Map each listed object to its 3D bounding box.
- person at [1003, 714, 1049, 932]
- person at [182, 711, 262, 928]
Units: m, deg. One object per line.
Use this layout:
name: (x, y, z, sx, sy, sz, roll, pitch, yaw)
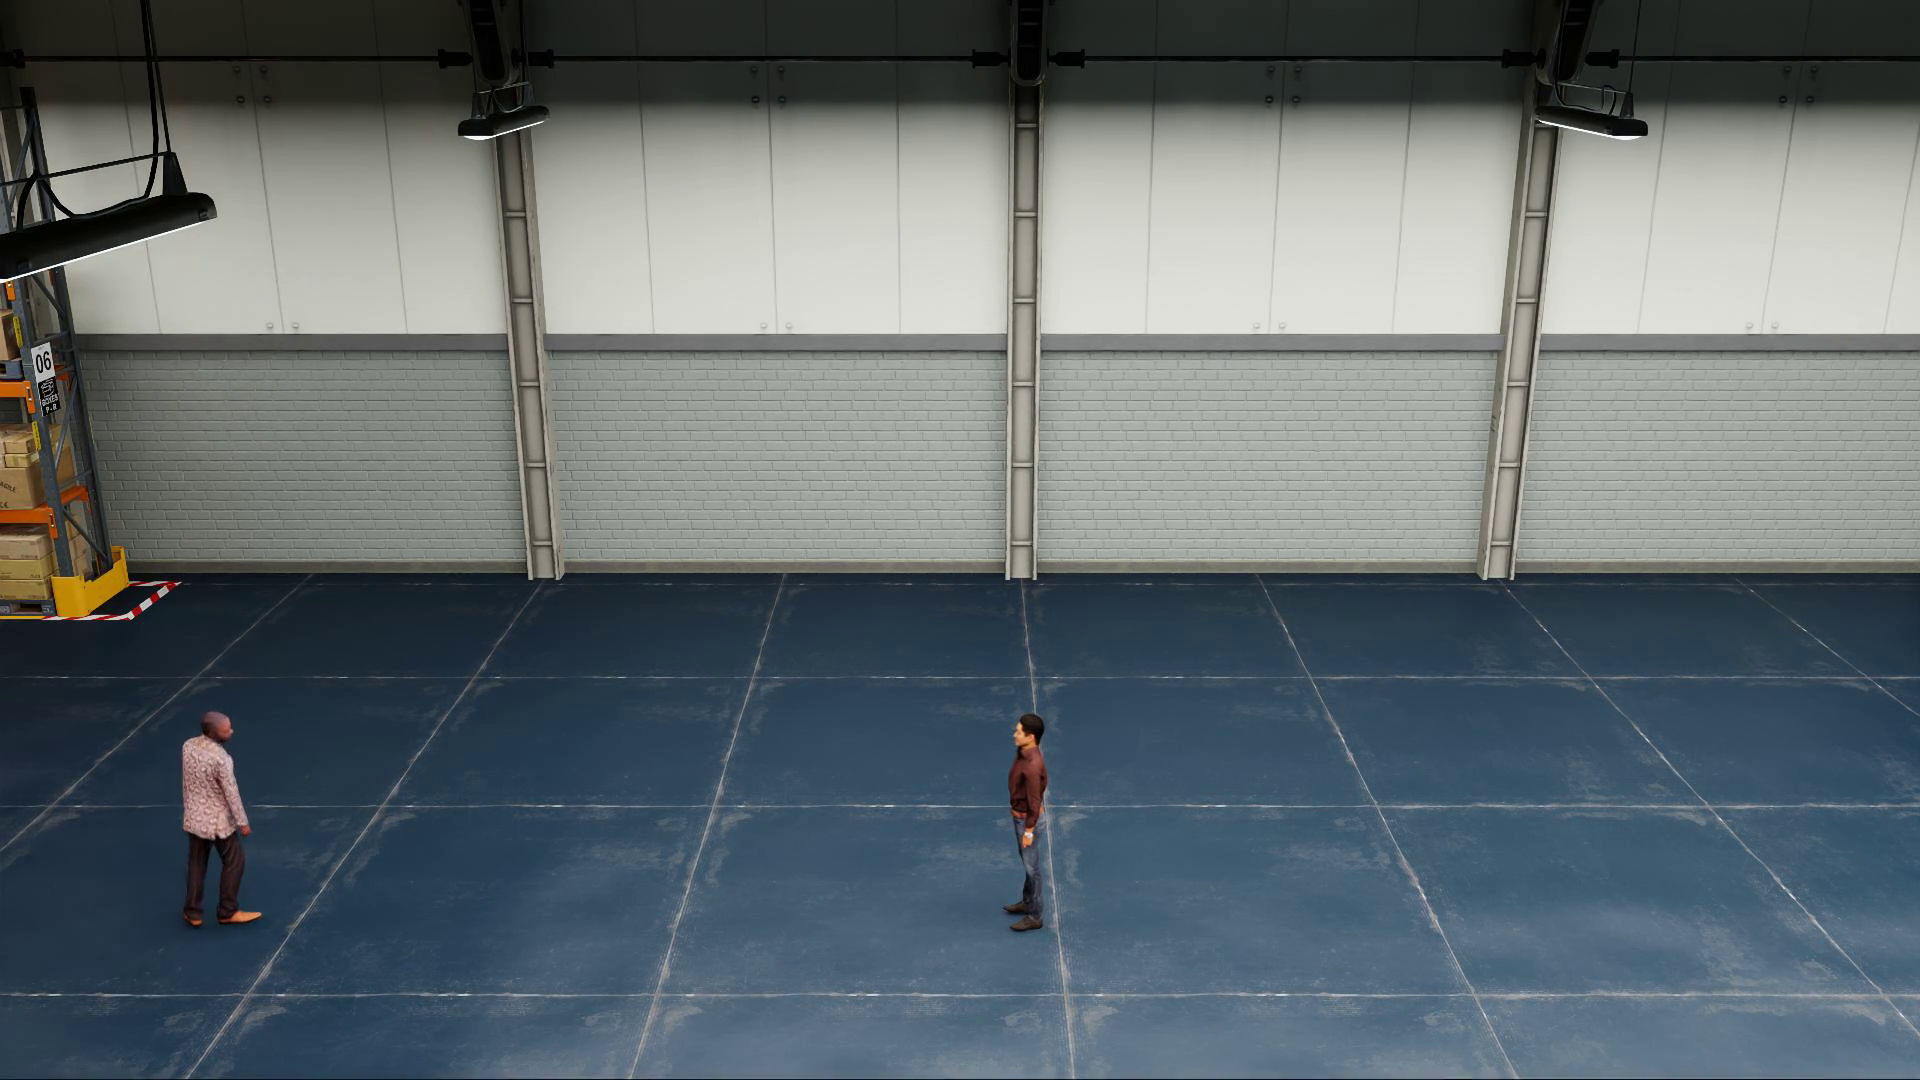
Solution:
person: (0.538, 2.166, 12.890, 0.567, 1.782, 0.670, -2, 18, -7)
person: (-5.836, 2.171, 12.885, 0.834, 1.776, 0.995, 5, 19, 15)
